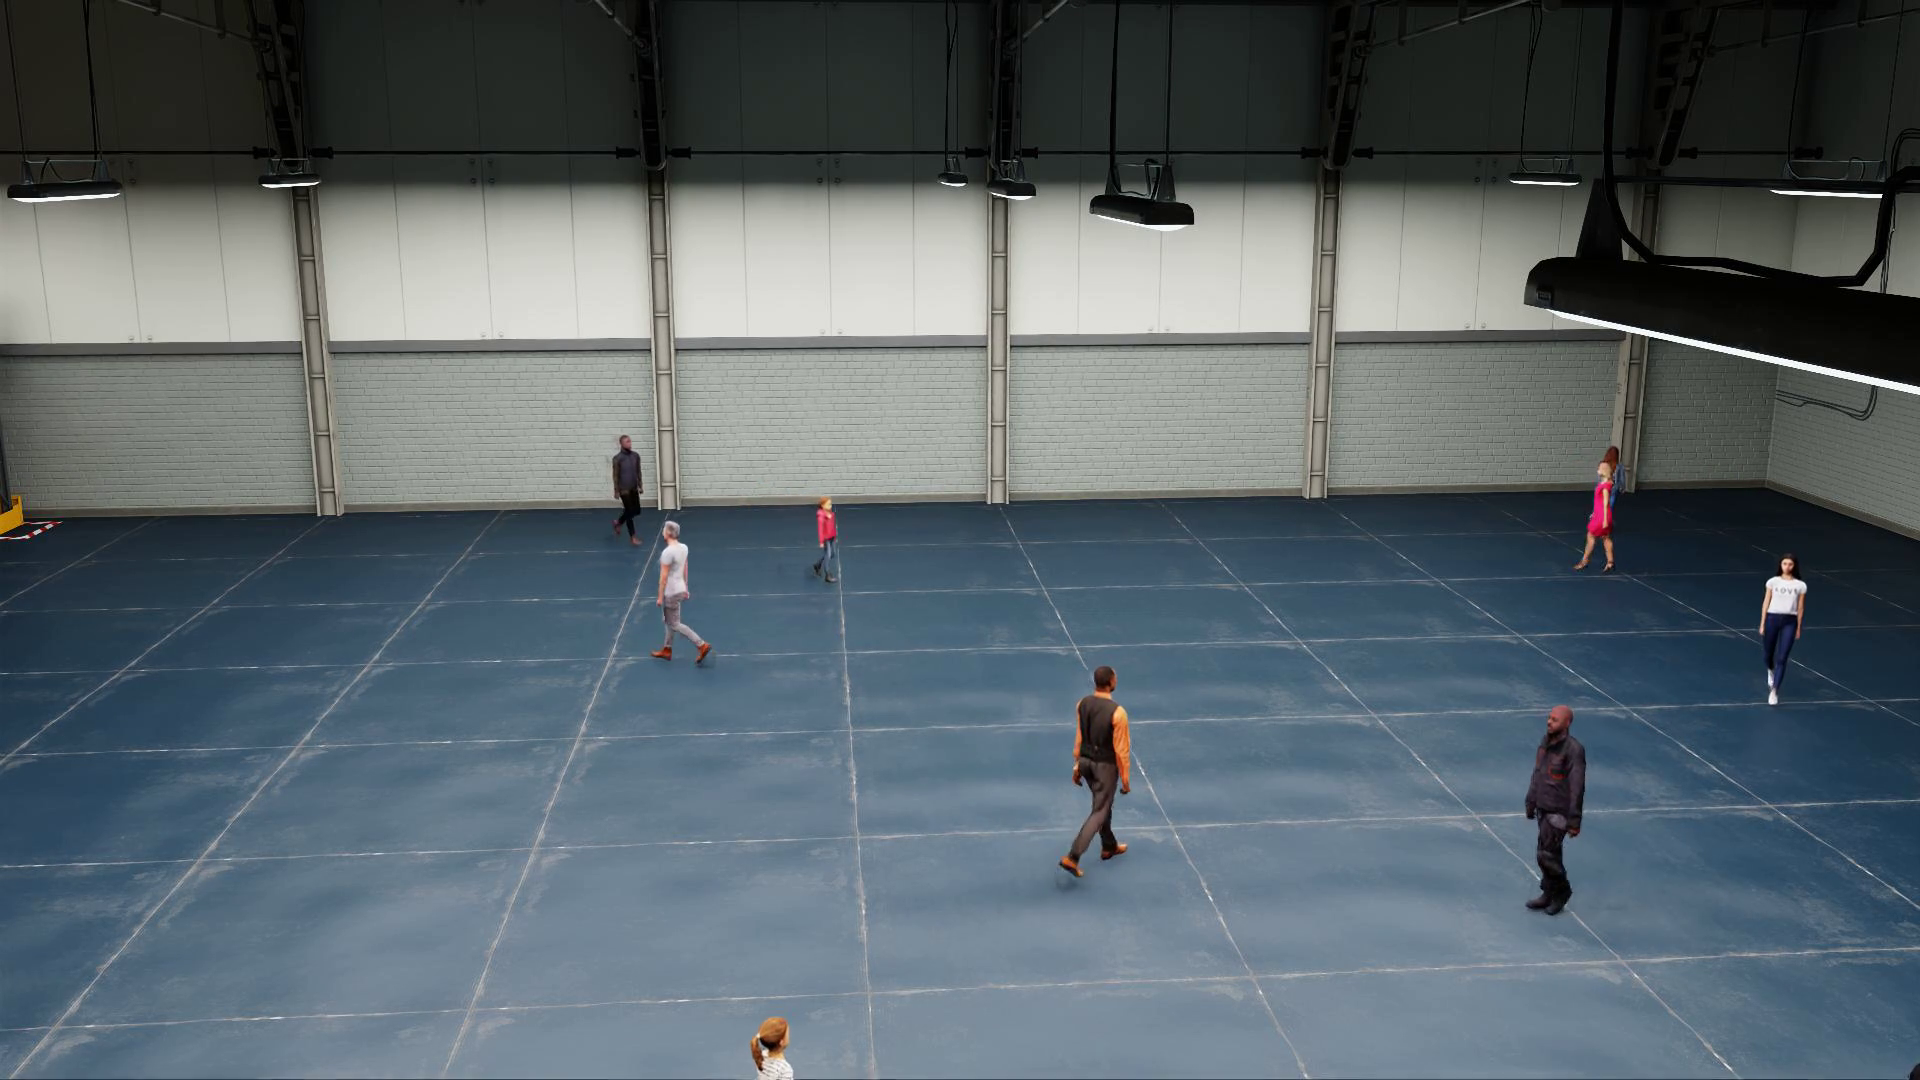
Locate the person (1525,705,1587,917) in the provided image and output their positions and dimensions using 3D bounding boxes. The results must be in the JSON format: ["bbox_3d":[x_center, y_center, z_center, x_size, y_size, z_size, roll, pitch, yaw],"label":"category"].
[{"bbox_3d":[5.099,2.252,14.007,0.743,1.813,0.780,-4,14,-16],"label":"person"}]

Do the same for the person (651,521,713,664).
[{"bbox_3d":[-3.502,0.681,20.810,1.212,1.806,0.940,3,13,14],"label":"person"}]

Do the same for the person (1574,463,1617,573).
[{"bbox_3d":[9.911,-0.329,25.390,0.926,1.707,0.786,5,14,21],"label":"person"}]

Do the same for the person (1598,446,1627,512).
[{"bbox_3d":[10.982,-0.834,28.131,0.926,1.453,0.982,10,17,38],"label":"person"}]

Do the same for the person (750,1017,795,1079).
[{"bbox_3d":[-1.133,3.467,9.883,0.723,1.307,0.646,-12,17,-41],"label":"person"}]

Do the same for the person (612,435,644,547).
[{"bbox_3d":[-5.489,-0.824,27.271,1.126,1.823,1.052,10,16,37],"label":"person"}]

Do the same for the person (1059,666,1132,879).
[{"bbox_3d":[1.174,2.073,14.657,1.333,1.869,1.209,-12,18,-43],"label":"person"}]

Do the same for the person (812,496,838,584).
[{"bbox_3d":[-2.040,-0.016,24.924,0.811,1.307,0.722,8,15,30],"label":"person"}]

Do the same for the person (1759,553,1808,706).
[{"bbox_3d":[9.618,1.016,19.490,1.080,1.749,1.029,7,15,27],"label":"person"}]
